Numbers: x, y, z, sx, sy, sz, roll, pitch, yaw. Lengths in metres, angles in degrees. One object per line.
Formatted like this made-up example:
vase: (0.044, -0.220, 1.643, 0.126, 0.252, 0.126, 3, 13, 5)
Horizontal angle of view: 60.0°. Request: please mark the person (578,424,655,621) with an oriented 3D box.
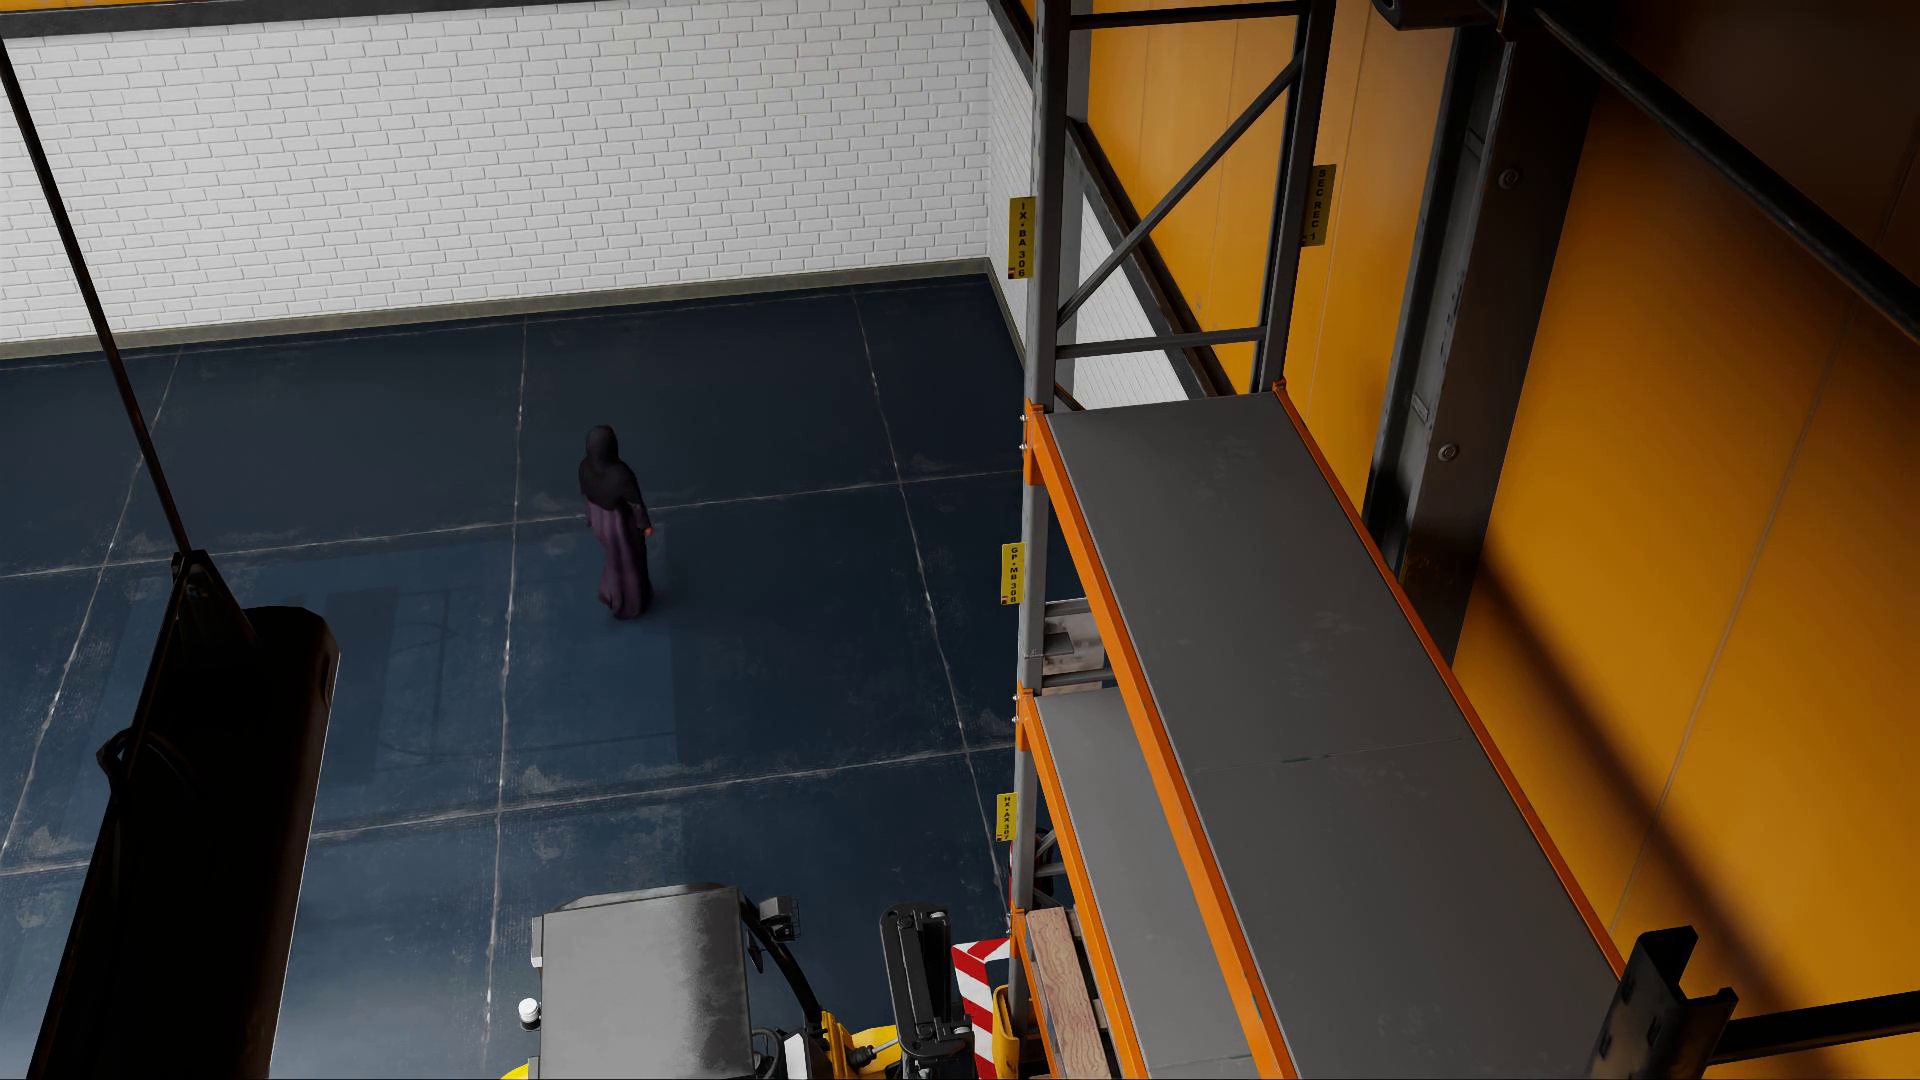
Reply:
person: (-2.408, -0.089, 11.460, 0.804, 1.609, 0.866, 22, 44, 25)
